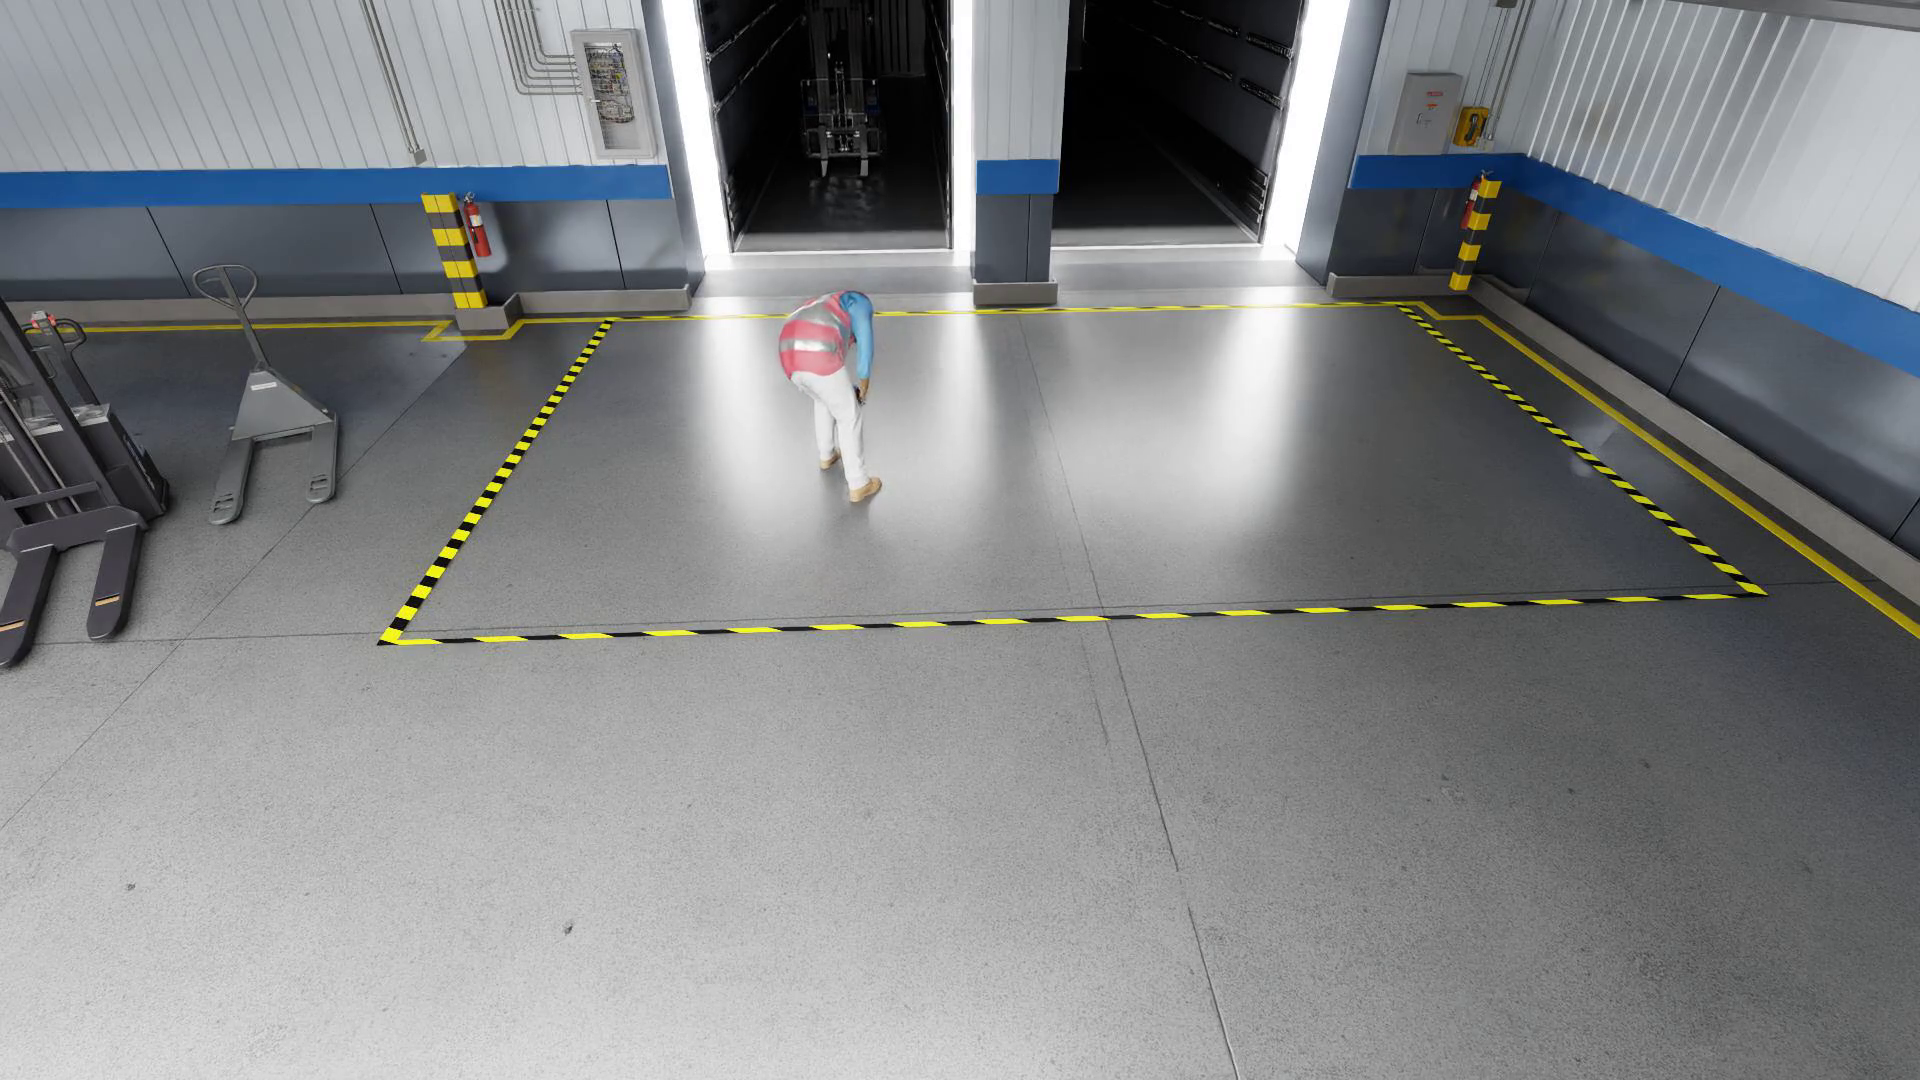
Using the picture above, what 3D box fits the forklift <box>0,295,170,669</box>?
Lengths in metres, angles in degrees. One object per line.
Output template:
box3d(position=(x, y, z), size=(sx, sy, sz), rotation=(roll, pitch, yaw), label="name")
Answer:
box3d(position=(-5.212, -0.618, 4.878), size=(0.823, 1.965, 1.885), rotation=(-20, 39, -26), label="forklift")

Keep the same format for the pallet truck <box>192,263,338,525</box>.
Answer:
box3d(position=(-4.778, -1.027, 6.128), size=(0.680, 1.201, 1.601), rotation=(-17, 38, -23), label="pallet truck")

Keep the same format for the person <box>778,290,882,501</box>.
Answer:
box3d(position=(-0.773, -1.039, 6.175), size=(0.889, 1.253, 0.935), rotation=(-26, 43, -32), label="person")

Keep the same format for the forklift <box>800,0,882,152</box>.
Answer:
box3d(position=(-1.811, -7.222, 14.054), size=(1.157, 2.036, 2.680), rotation=(-3, 35, -4), label="forklift")
